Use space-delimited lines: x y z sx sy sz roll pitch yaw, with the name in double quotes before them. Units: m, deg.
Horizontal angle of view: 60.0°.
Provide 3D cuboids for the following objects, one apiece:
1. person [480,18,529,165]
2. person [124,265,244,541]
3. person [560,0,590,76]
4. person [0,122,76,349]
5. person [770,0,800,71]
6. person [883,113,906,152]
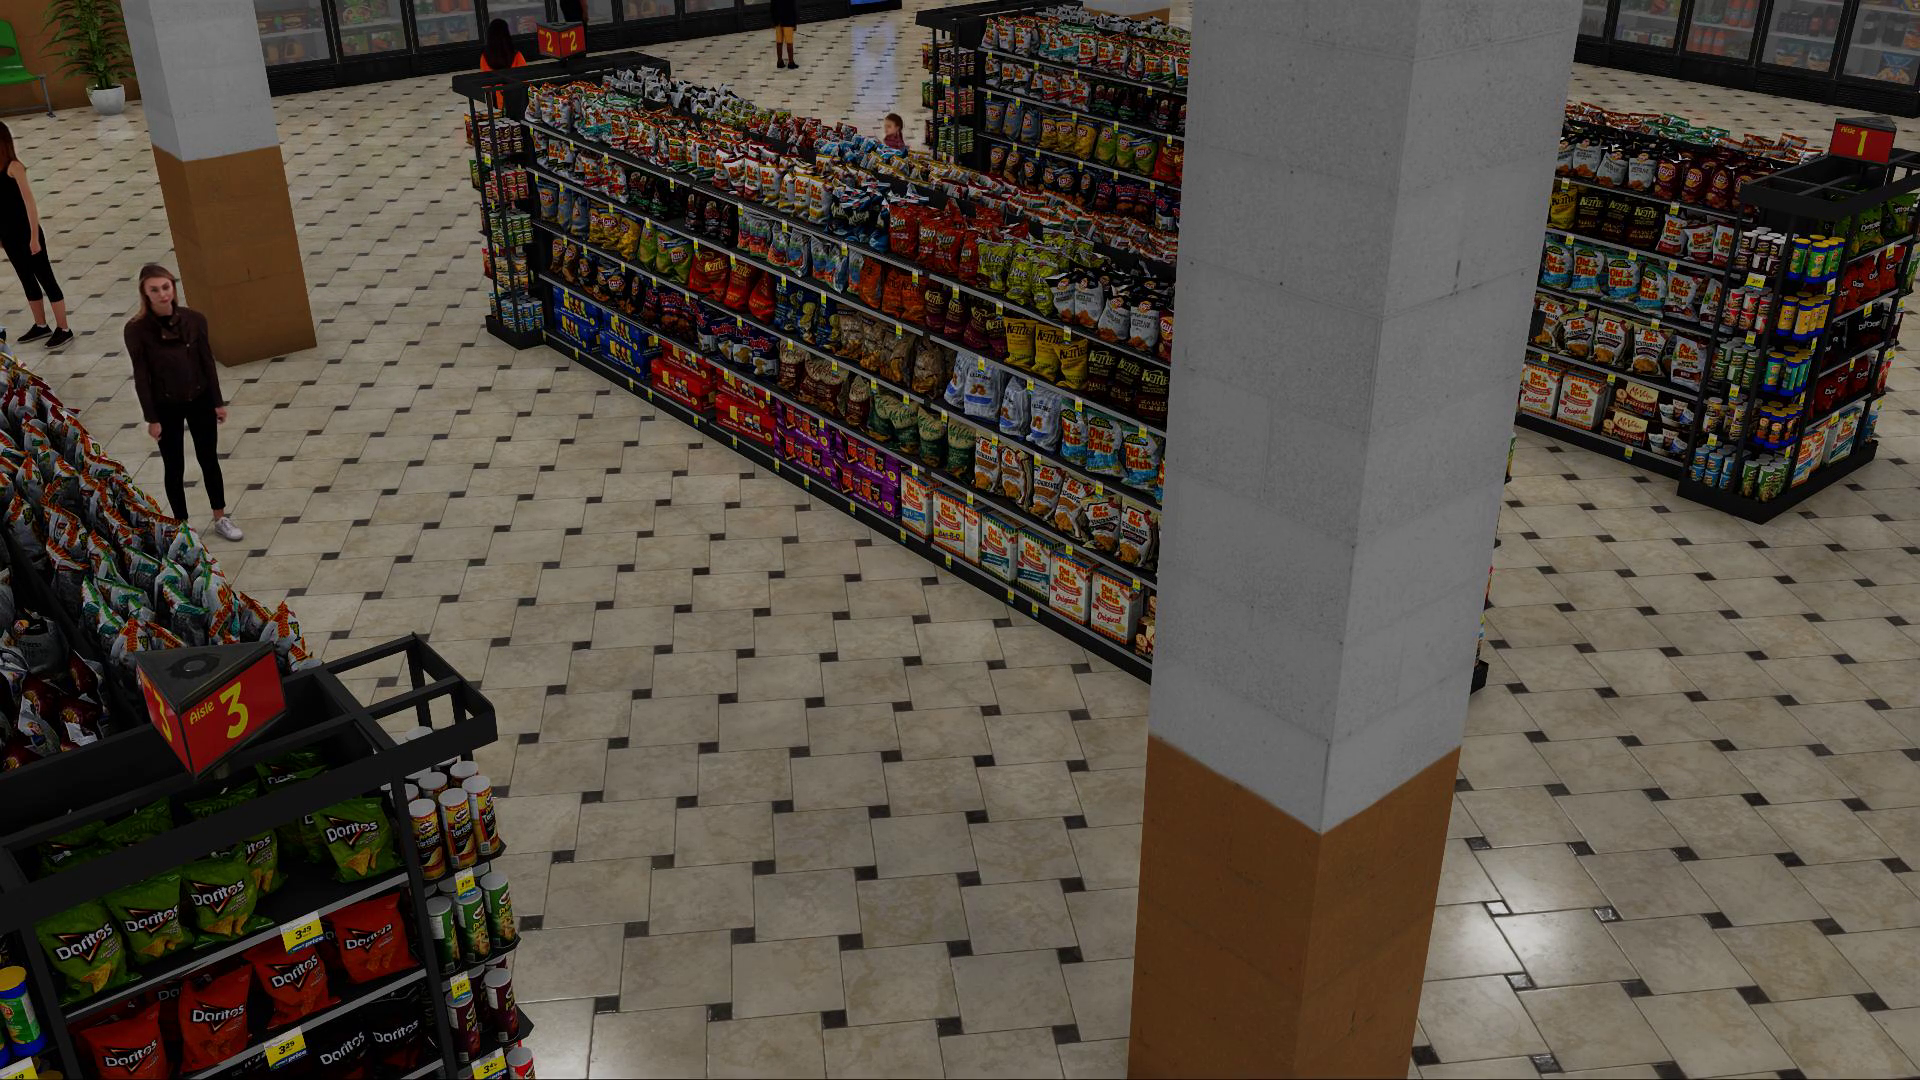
"person" -4.426 -4.232 16.353 0.698 1.749 0.763 3 27 6
"person" -4.477 -0.767 9.571 0.593 1.703 0.490 -21 34 -35
"person" -4.962 -6.826 21.391 0.719 1.819 0.490 -22 34 -36
"person" -7.112 -2.324 12.616 0.582 1.726 0.702 12 29 22
"person" -2.357 -6.950 22.240 0.586 1.271 0.664 10 28 18
"person" -0.588 -3.536 15.807 0.491 1.001 0.666 -21 34 -35
